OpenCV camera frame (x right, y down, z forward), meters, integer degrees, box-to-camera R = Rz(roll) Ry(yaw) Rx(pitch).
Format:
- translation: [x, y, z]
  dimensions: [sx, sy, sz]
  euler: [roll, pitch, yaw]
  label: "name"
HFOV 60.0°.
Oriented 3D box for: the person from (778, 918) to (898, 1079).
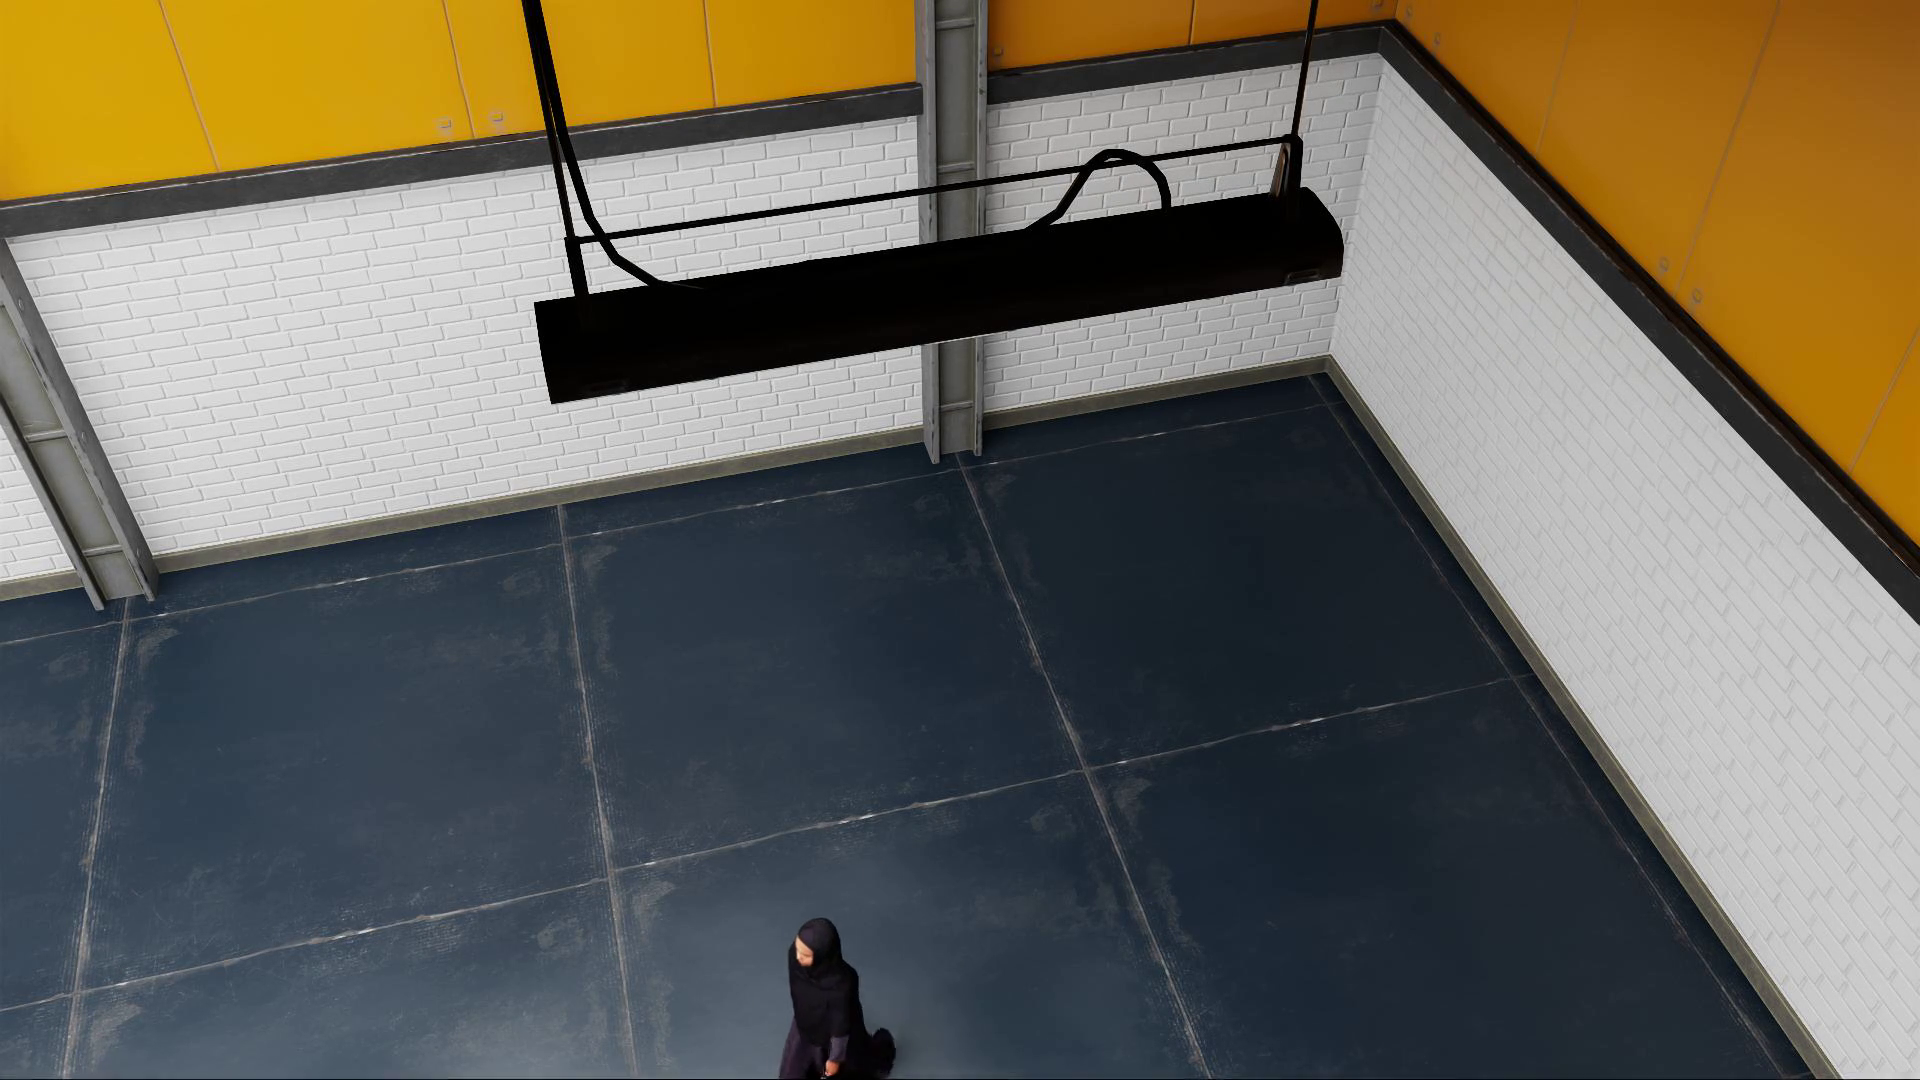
- translation: [-0.606, 2.392, 8.391]
  dimensions: [0.999, 1.599, 1.143]
  euler: [28, 50, 26]
  label: "person"
